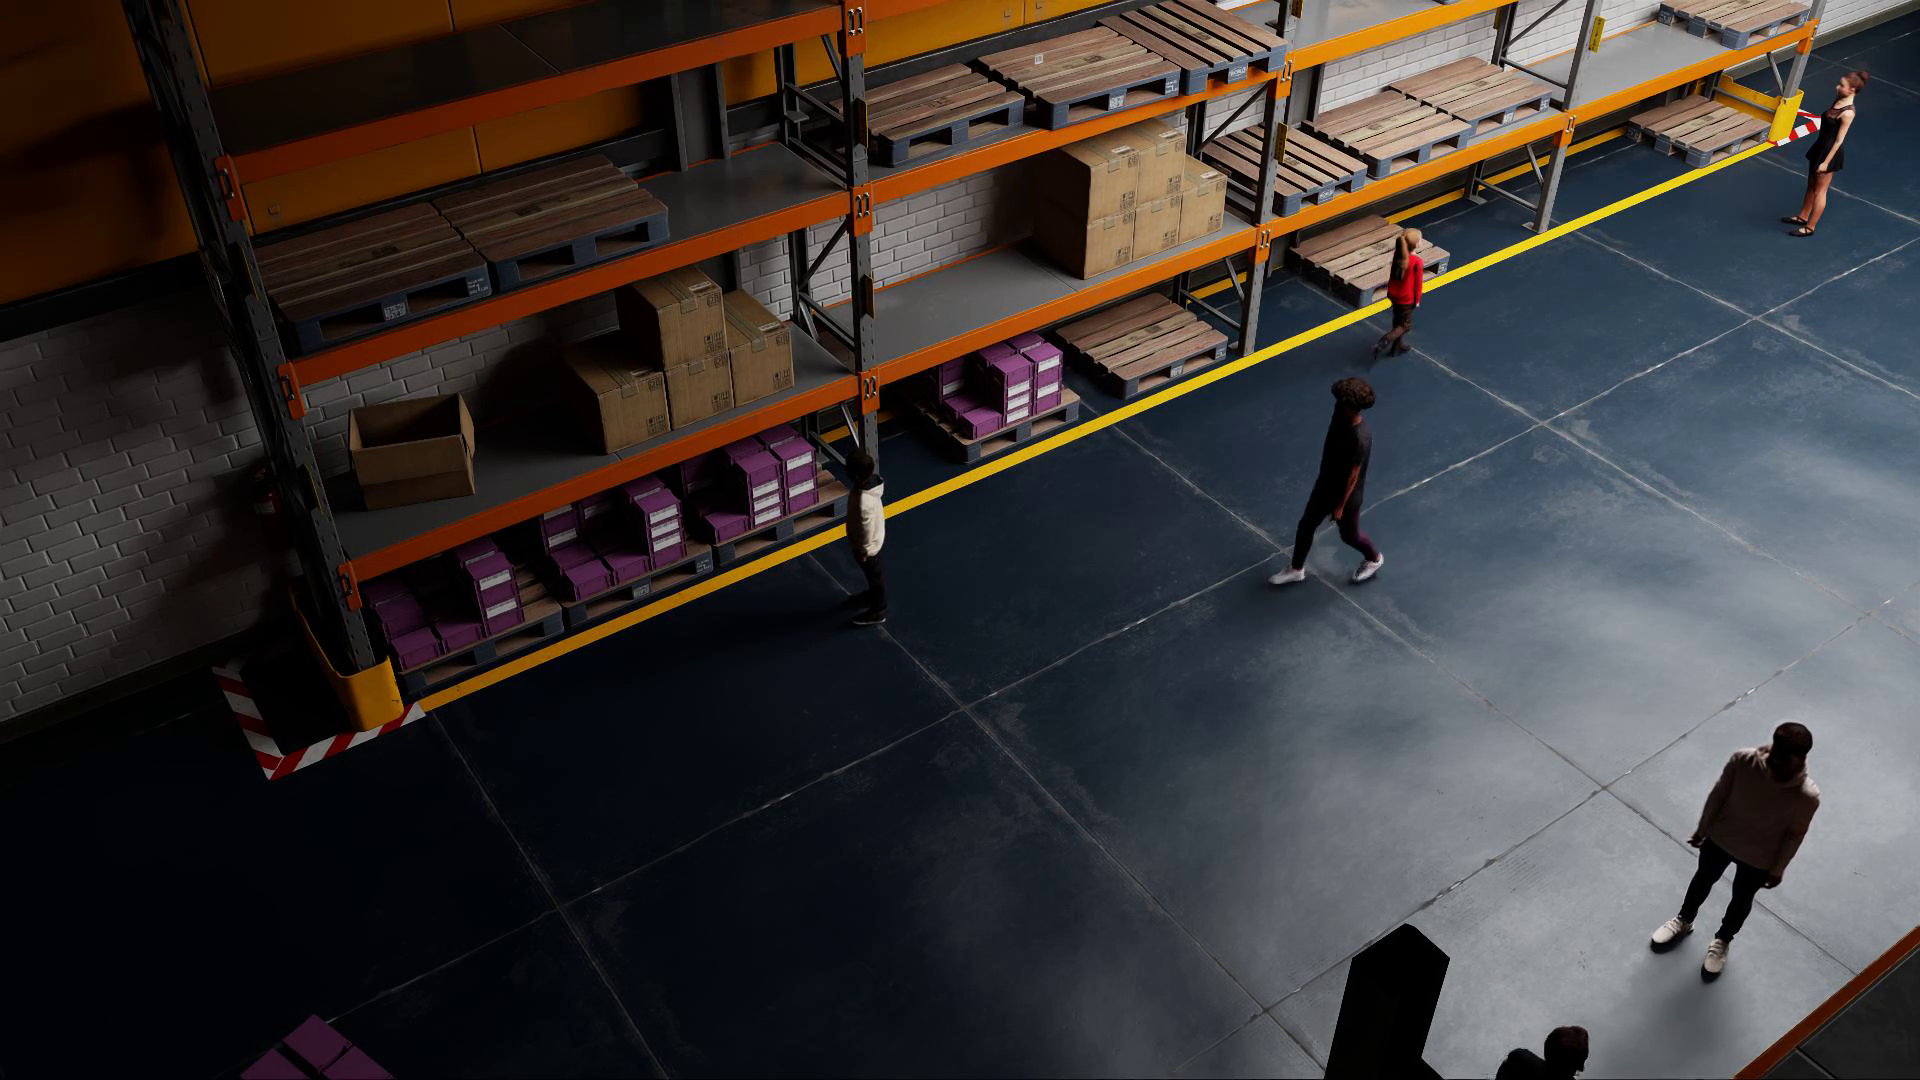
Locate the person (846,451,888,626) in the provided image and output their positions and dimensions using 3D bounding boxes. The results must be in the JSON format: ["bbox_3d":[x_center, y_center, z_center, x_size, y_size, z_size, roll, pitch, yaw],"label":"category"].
[{"bbox_3d":[-0.647,-0.033,11.750,0.667,1.452,0.651,-2,39,-2],"label":"person"}]

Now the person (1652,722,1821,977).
[{"bbox_3d":[4.390,1.686,9.278,0.630,1.853,0.704,-31,48,-33],"label":"person"}]

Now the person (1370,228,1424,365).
[{"bbox_3d":[3.828,-2.110,14.498,0.801,1.271,0.545,-19,43,-23],"label":"person"}]

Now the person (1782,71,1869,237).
[{"bbox_3d":[8.491,-3.792,16.278,0.733,1.677,0.679,5,39,6],"label":"person"}]

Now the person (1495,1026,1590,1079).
[{"bbox_3d":[2.610,2.921,7.760,0.951,1.816,0.728,-28,46,-30],"label":"person"}]

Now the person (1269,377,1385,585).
[{"bbox_3d":[2.800,-0.386,11.945,1.145,1.763,0.794,-14,41,-17],"label":"person"}]
